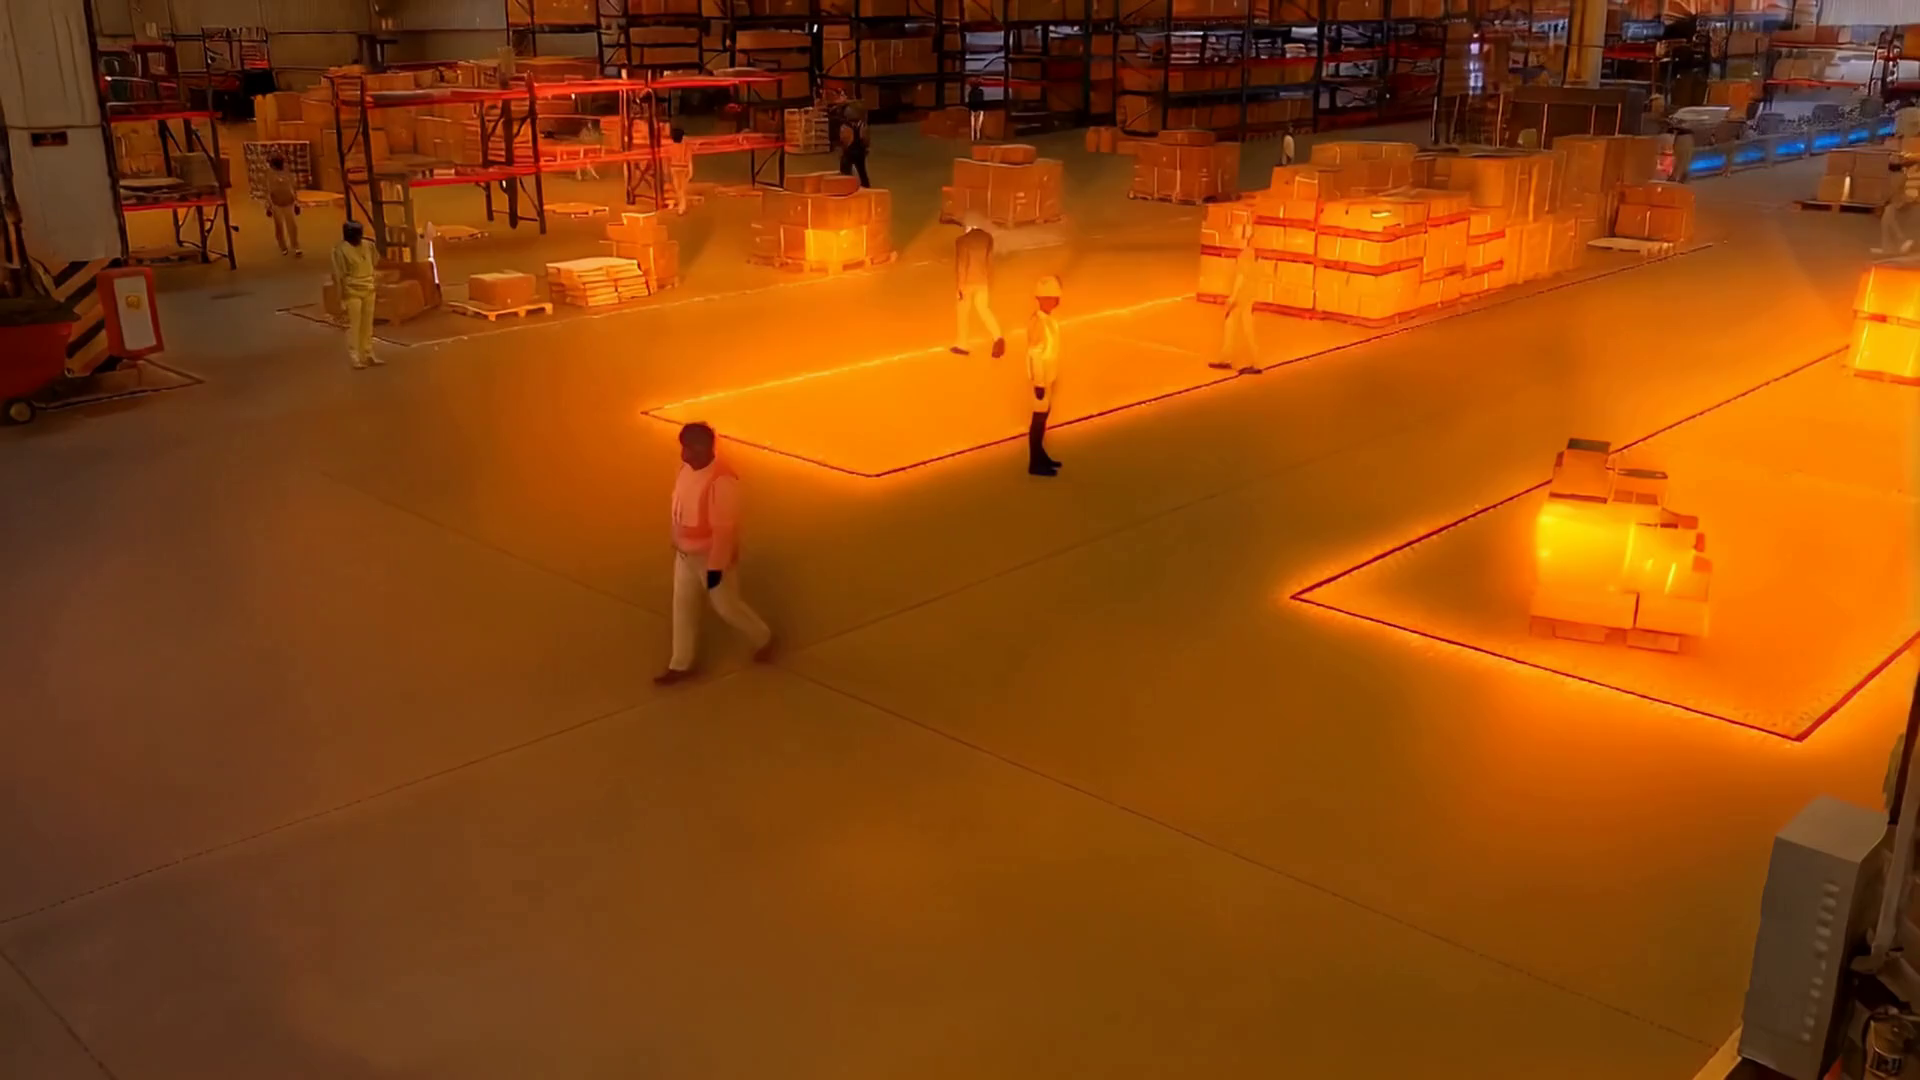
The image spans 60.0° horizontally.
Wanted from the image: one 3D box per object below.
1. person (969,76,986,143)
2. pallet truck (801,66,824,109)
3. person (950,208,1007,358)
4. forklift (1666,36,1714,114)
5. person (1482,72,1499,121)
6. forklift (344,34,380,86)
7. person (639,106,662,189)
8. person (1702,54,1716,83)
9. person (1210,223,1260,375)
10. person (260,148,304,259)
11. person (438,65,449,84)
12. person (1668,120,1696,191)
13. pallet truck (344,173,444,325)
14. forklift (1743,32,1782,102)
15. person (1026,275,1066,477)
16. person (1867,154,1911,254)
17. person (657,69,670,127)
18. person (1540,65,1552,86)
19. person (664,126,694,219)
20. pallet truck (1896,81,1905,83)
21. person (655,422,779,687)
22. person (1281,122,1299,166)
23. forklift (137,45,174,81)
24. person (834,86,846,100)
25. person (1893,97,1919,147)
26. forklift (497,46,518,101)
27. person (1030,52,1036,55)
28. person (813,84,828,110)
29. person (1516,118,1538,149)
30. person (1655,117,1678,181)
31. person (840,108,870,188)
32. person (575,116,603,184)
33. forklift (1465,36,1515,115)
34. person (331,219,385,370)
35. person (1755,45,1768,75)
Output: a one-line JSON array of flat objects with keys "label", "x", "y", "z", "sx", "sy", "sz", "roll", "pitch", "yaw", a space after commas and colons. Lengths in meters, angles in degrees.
[{"label": "person", "x": 0.541, "y": -13.132, "z": 50.750, "sx": 0.408, "sy": 1.981, "sz": 0.612, "roll": -15, "pitch": 23, "yaw": -37}, {"label": "pallet truck", "x": -4.812, "y": -15.182, "z": 56.903, "sx": 0.823, "sy": 1.965, "sz": 1.885, "roll": -9, "pitch": 21, "yaw": -26}, {"label": "person", "x": 0.227, "y": -3.239, "z": 21.063, "sx": 0.639, "sy": 1.912, "sz": 0.870, "roll": -16, "pitch": 24, "yaw": -39}, {"label": "forklift", "x": 27.341, "y": -17.291, "z": 61.877, "sx": 1.129, "sy": 2.768, "sz": 1.873, "roll": 17, "pitch": 25, "yaw": 41}, {"label": "person", "x": 18.803, "y": -15.708, "z": 58.961, "sx": 0.578, "sy": 1.694, "sz": 0.319, "roll": -1, "pitch": 18, "yaw": -2}, {"label": "forklift", "x": -23.141, "y": -18.403, "z": 65.227, "sx": 1.129, "sy": 2.768, "sz": 1.873, "roll": 17, "pitch": 25, "yaw": 41}, {"label": "person", "x": -7.230, "y": -9.173, "z": 38.918, "sx": 0.640, "sy": 1.927, "sz": 0.481, "roll": 16, "pitch": 24, "yaw": 39}, {"label": "person", "x": 33.048, "y": -20.582, "z": 73.556, "sx": 0.556, "sy": 1.740, "sz": 0.705, "roll": 16, "pitch": 24, "yaw": 40}, {"label": "person", "x": 3.348, "y": -2.912, "z": 20.191, "sx": 0.760, "sy": 1.842, "sz": 0.542, "roll": 4, "pitch": 19, "yaw": 11}, {"label": "person", "x": -11.761, "y": -5.825, "z": 28.871, "sx": 0.612, "sy": 1.885, "sz": 0.908, "roll": -12, "pitch": 22, "yaw": -32}, {"label": "person", "x": -18.318, "y": -15.936, "z": 59.274, "sx": 0.378, "sy": 1.932, "sz": 0.551, "roll": 5, "pitch": 19, "yaw": 15}, {"label": "person", "x": 15.029, "y": -7.792, "z": 34.757, "sx": 0.568, "sy": 1.910, "sz": 0.710, "roll": -12, "pitch": 22, "yaw": -32}, {"label": "pallet truck", "x": -8.209, "y": -4.181, "z": 23.757, "sx": 0.823, "sy": 1.965, "sz": 1.885, "roll": 3, "pitch": 19, "yaw": 9}, {"label": "forklift", "x": 33.219, "y": -19.305, "z": 67.945, "sx": 1.873, "sy": 2.768, "sz": 1.129, "roll": 17, "pitch": 25, "yaw": 41}, {"label": "person", "x": 0.828, "y": -1.586, "z": 16.032, "sx": 0.358, "sy": 1.937, "sz": 0.549, "roll": 5, "pitch": 19, "yaw": 13}, {"label": "person", "x": 16.555, "y": -5.929, "z": 29.408, "sx": 0.524, "sy": 1.747, "sz": 0.690, "roll": -16, "pitch": 24, "yaw": -40}, {"label": "person", "x": -10.088, "y": -15.040, "z": 56.616, "sx": 0.588, "sy": 1.912, "sz": 0.393, "roll": 13, "pitch": 23, "yaw": 35}, {"label": "person", "x": 20.982, "y": -16.165, "z": 60.004, "sx": 0.832, "sy": 1.915, "sz": 0.537, "roll": 2, "pitch": 18, "yaw": 5}, {"label": "person", "x": -5.735, "y": -7.474, "z": 33.891, "sx": 0.587, "sy": 1.868, "sz": 0.524, "roll": 8, "pitch": 20, "yaw": 22}, {"label": "pallet truck", "x": 34.802, "y": -16.331, "z": 61.455, "sx": 0.653, "sy": 1.274, "sz": 1.630, "roll": 17, "pitch": 25, "yaw": 41}, {"label": "person", "x": -1.665, "y": 0.075, "z": 11.235, "sx": 0.862, "sy": 1.811, "sz": 0.627, "roll": -17, "pitch": 25, "yaw": -42}, {"label": "person", "x": 6.925, "y": -7.848, "z": 35.016, "sx": 0.329, "sy": 1.865, "sz": 0.515, "roll": 0, "pitch": 18, "yaw": 0}, {"label": "forklift", "x": -25.082, "y": -14.076, "z": 52.191, "sx": 1.129, "sy": 2.768, "sz": 1.873, "roll": -11, "pitch": 21, "yaw": -29}, {"label": "person", "x": -3.820, "y": -13.188, "z": 51.421, "sx": 0.812, "sy": 1.663, "sz": 0.538, "roll": 8, "pitch": 20, "yaw": 23}, {"label": "person", "x": 25.126, "y": -10.809, "z": 44.060, "sx": 0.965, "sy": 1.773, "sz": 0.606, "roll": -14, "pitch": 23, "yaw": -36}, {"label": "forklift", "x": -14.008, "y": -13.933, "z": 51.760, "sx": 1.873, "sy": 2.768, "sz": 1.129, "roll": -11, "pitch": 21, "yaw": -29}, {"label": "person", "x": 3.555, "y": -23.047, "z": 80.742, "sx": 0.401, "sy": 1.906, "sz": 0.649, "roll": 11, "pitch": 21, "yaw": 29}, {"label": "person", "x": -4.416, "y": -13.620, "z": 52.749, "sx": 0.514, "sy": 1.645, "sz": 0.309, "roll": 2, "pitch": 19, "yaw": 7}, {"label": "person", "x": 13.417, "y": -9.137, "z": 39.296, "sx": 0.498, "sy": 1.611, "sz": 0.727, "roll": -6, "pitch": 19, "yaw": -18}, {"label": "person", "x": 15.060, "y": -8.100, "z": 35.691, "sx": 0.541, "sy": 1.914, "sz": 0.559, "roll": 12, "pitch": 22, "yaw": 32}, {"label": "person", "x": -2.426, "y": -8.774, "z": 37.528, "sx": 0.757, "sy": 2.000, "sz": 1.041, "roll": -15, "pitch": 23, "yaw": -38}, {"label": "person", "x": -8.955, "y": -9.367, "z": 39.996, "sx": 0.770, "sy": 1.599, "sz": 0.534, "roll": -4, "pitch": 19, "yaw": -12}, {"label": "forklift", "x": 19.973, "y": -17.201, "z": 61.605, "sx": 1.873, "sy": 2.768, "sz": 1.129, "roll": 16, "pitch": 24, "yaw": 40}, {"label": "person", "x": -7.426, "y": -3.039, "z": 20.565, "sx": 0.429, "sy": 1.839, "sz": 0.634, "roll": 7, "pitch": 20, "yaw": 20}, {"label": "person", "x": 37.552, "y": -22.147, "z": 77.928, "sx": 0.654, "sy": 1.964, "sz": 0.837, "roll": 16, "pitch": 24, "yaw": 40}]
